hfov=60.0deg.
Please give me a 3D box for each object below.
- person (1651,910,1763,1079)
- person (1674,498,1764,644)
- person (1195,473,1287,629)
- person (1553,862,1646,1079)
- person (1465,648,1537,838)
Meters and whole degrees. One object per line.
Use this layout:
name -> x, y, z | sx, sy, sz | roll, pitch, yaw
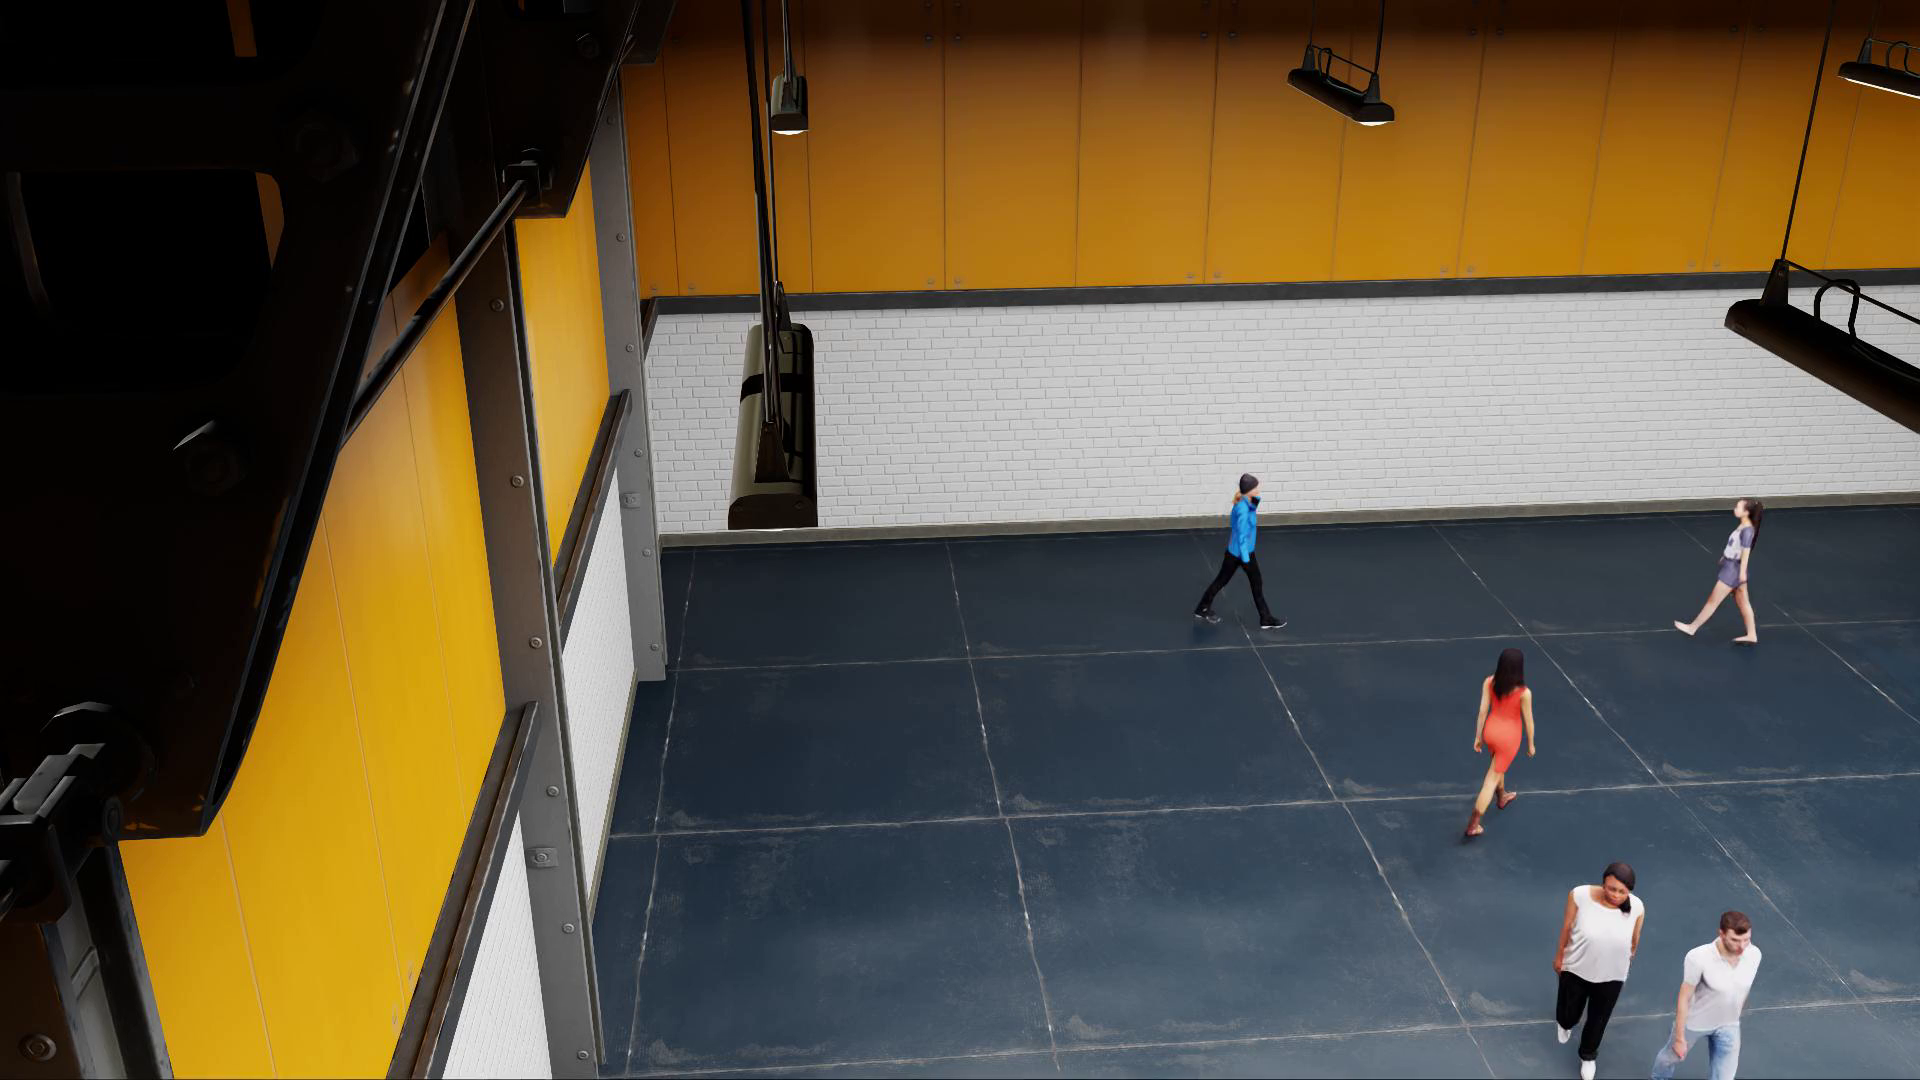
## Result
person -> 4.782, 3.091, 10.751 | 0.703, 1.786, 1.234 | -1, 24, -2
person -> 8.130, 0.355, 17.230 | 1.029, 1.609, 1.061 | 13, 27, 27
person -> 2.856, 0.152, 17.533 | 1.062, 1.737, 1.226 | 9, 25, 20
person -> 4.343, 2.879, 11.375 | 0.798, 1.674, 0.845 | 6, 24, 14
person -> 4.519, 1.738, 13.985 | 1.126, 1.673, 1.134 | -22, 32, -40
